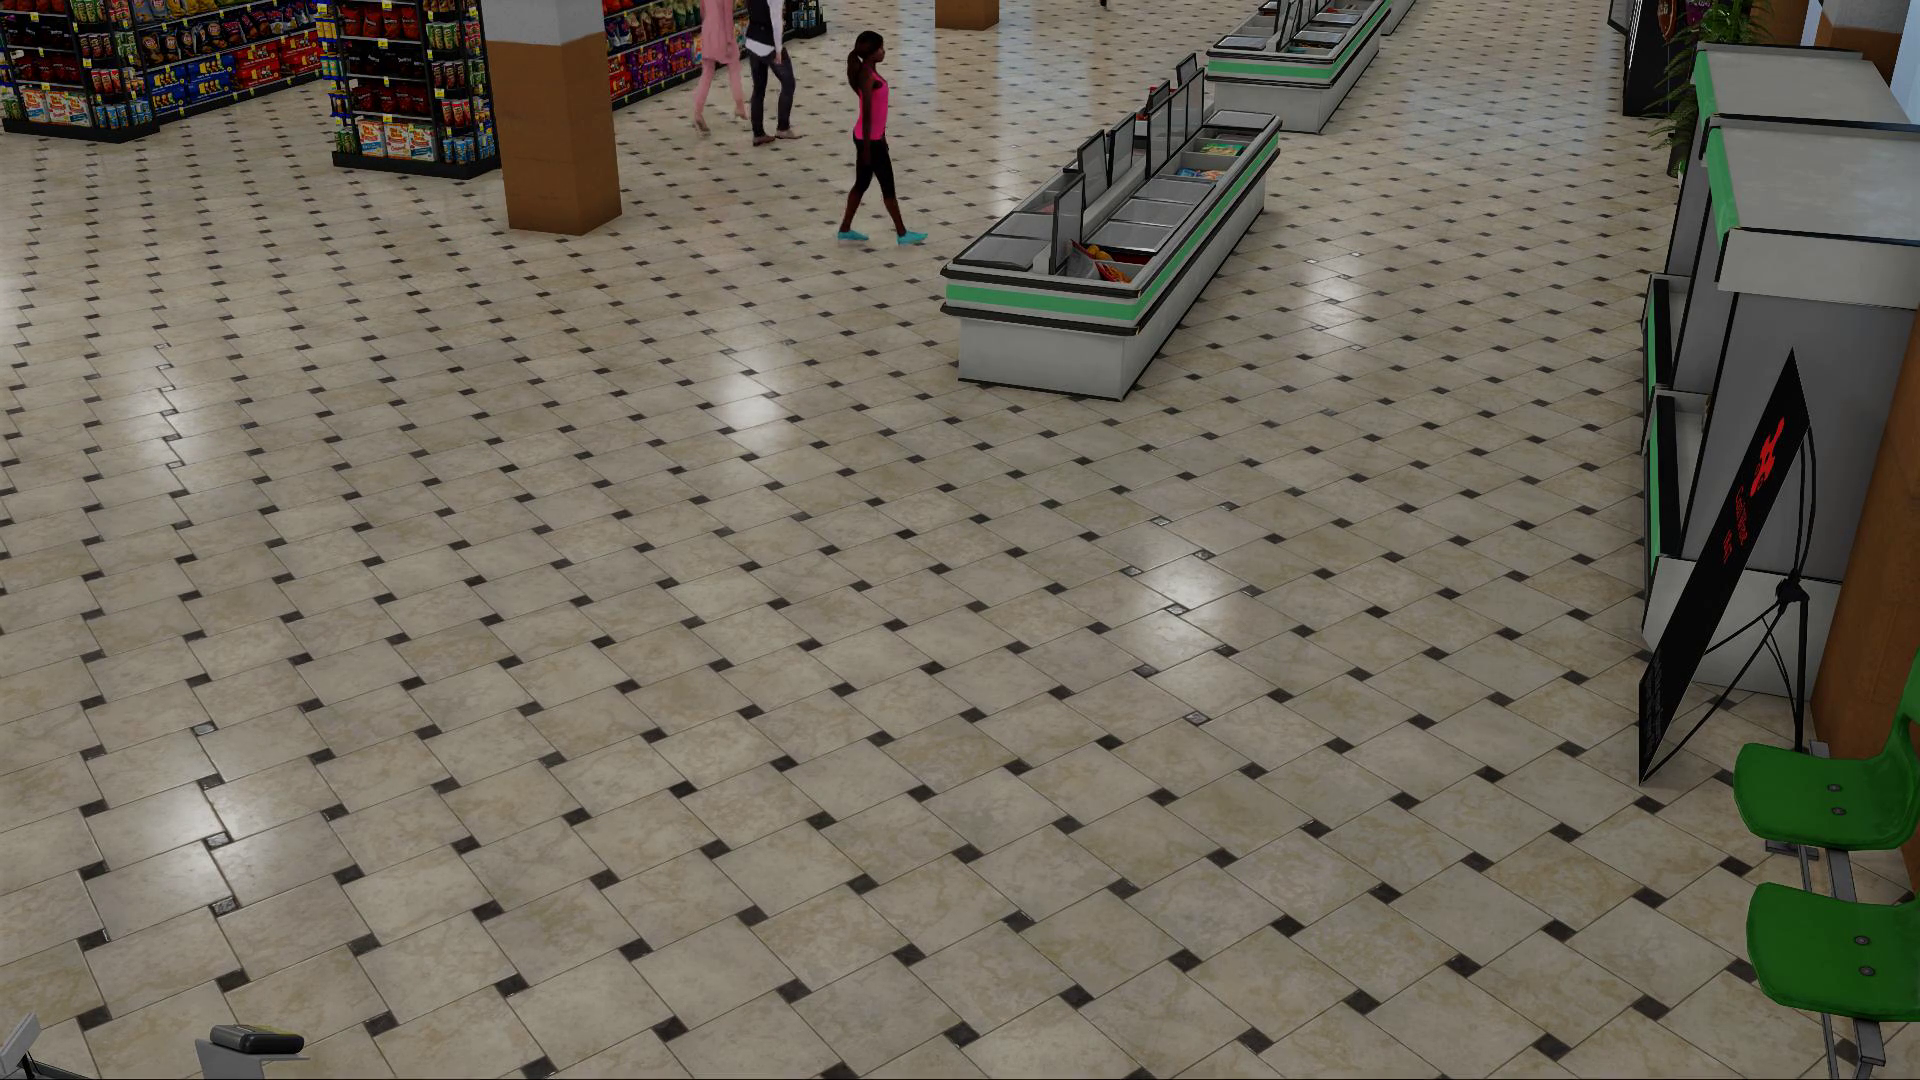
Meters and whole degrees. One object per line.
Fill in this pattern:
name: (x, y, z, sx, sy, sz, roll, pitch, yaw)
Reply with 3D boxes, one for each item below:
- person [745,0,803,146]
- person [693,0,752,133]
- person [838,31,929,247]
person: (-1.964, -4.786, 16.351, 0.801, 1.803, 0.841, 19, 33, 33)
person: (-2.505, -4.974, 16.785, 0.723, 1.745, 1.202, 14, 30, 26)
person: (-0.792, -3.177, 13.296, 0.890, 1.695, 0.987, -1, 27, -3)
